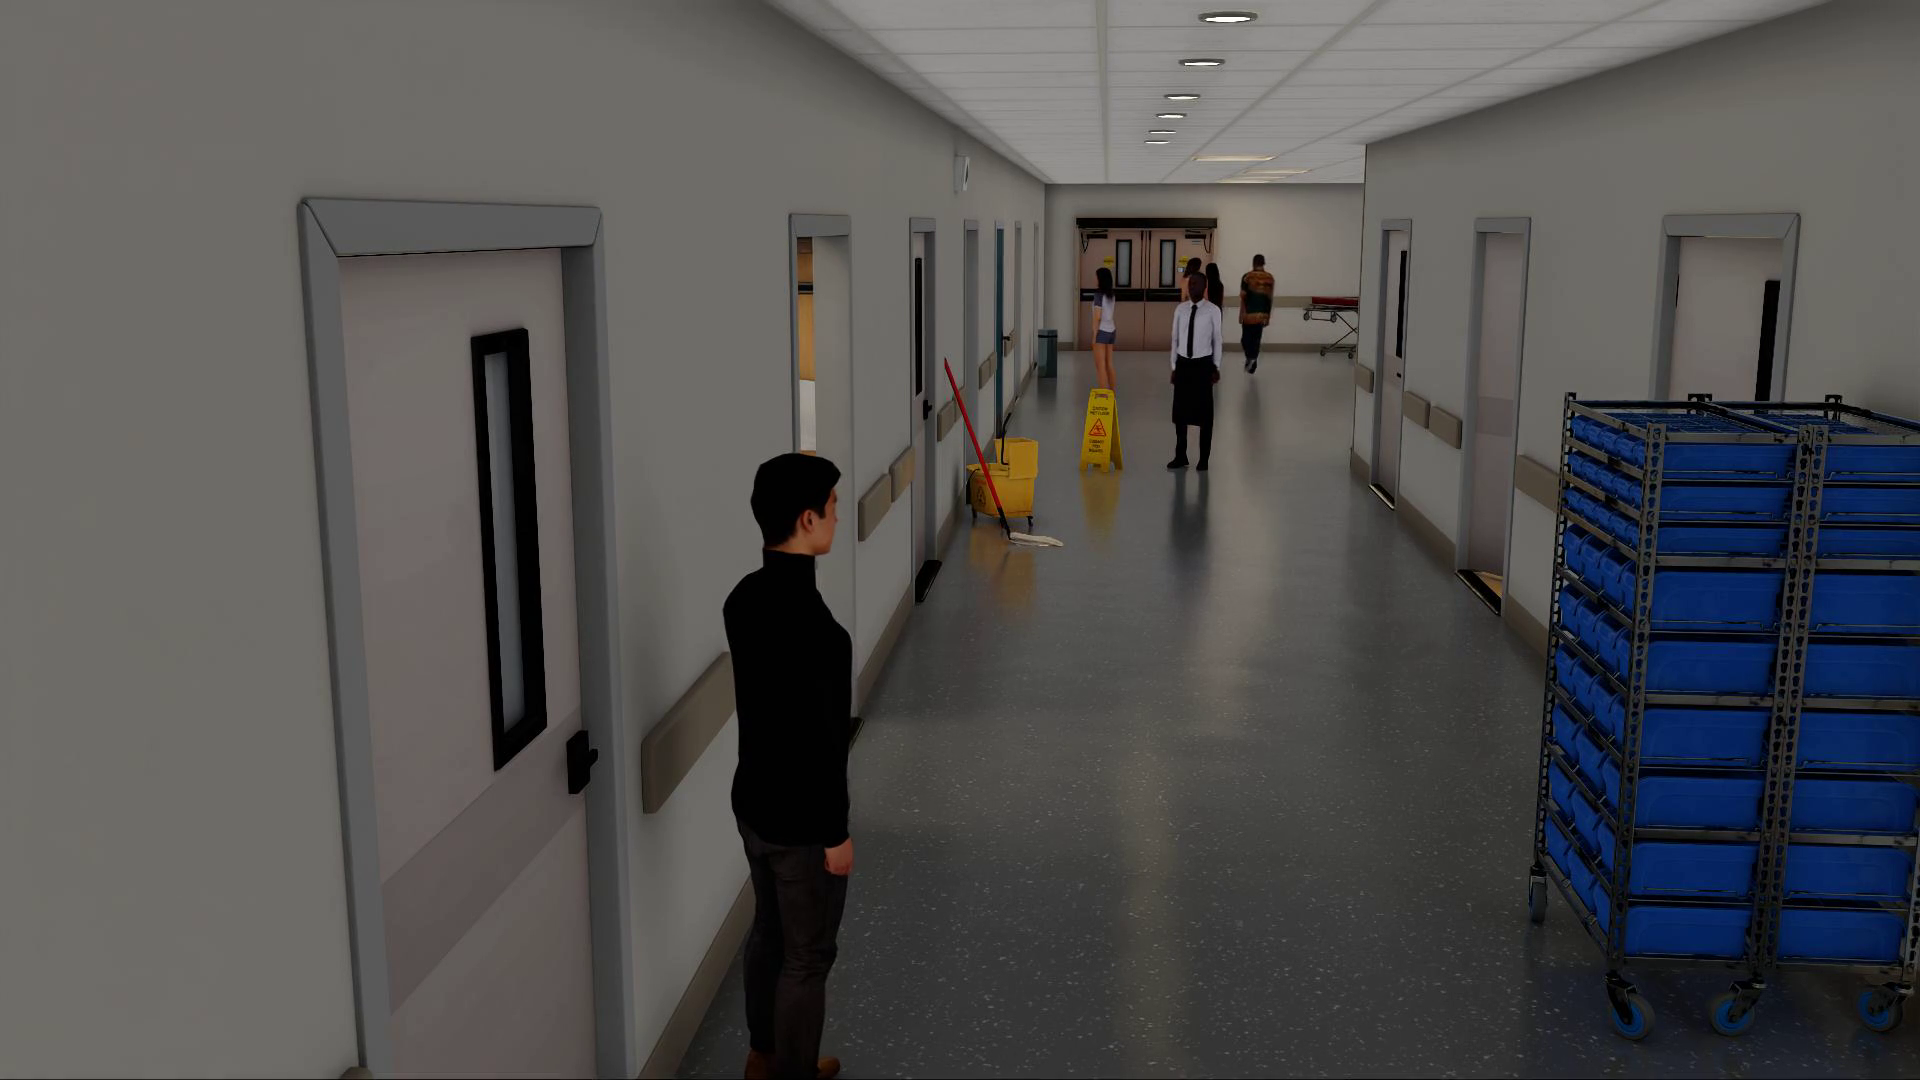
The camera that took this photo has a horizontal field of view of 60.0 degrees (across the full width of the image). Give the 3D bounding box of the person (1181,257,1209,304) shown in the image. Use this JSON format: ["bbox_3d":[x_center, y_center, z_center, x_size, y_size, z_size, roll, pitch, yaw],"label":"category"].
[{"bbox_3d":[3.694,-3.571,26.231,0.626,1.767,0.568,3,11,13],"label":"person"}]

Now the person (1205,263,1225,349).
[{"bbox_3d":[4.102,-3.655,26.976,0.668,1.654,0.689,-6,12,-28],"label":"person"}]

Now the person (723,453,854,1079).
[{"bbox_3d":[-0.422,0.639,4.166,0.782,1.723,0.667,-6,12,-27],"label":"person"}]

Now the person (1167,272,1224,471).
[{"bbox_3d":[2.217,-1.592,15.617,0.712,1.836,0.686,6,12,28],"label":"person"}]

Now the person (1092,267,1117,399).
[{"bbox_3d":[1.853,-2.627,21.354,0.711,1.732,0.592,7,13,32],"label":"person"}]

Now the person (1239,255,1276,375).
[{"bbox_3d":[4.492,-3.392,25.136,0.769,1.782,0.811,-2,11,-8],"label":"person"}]
